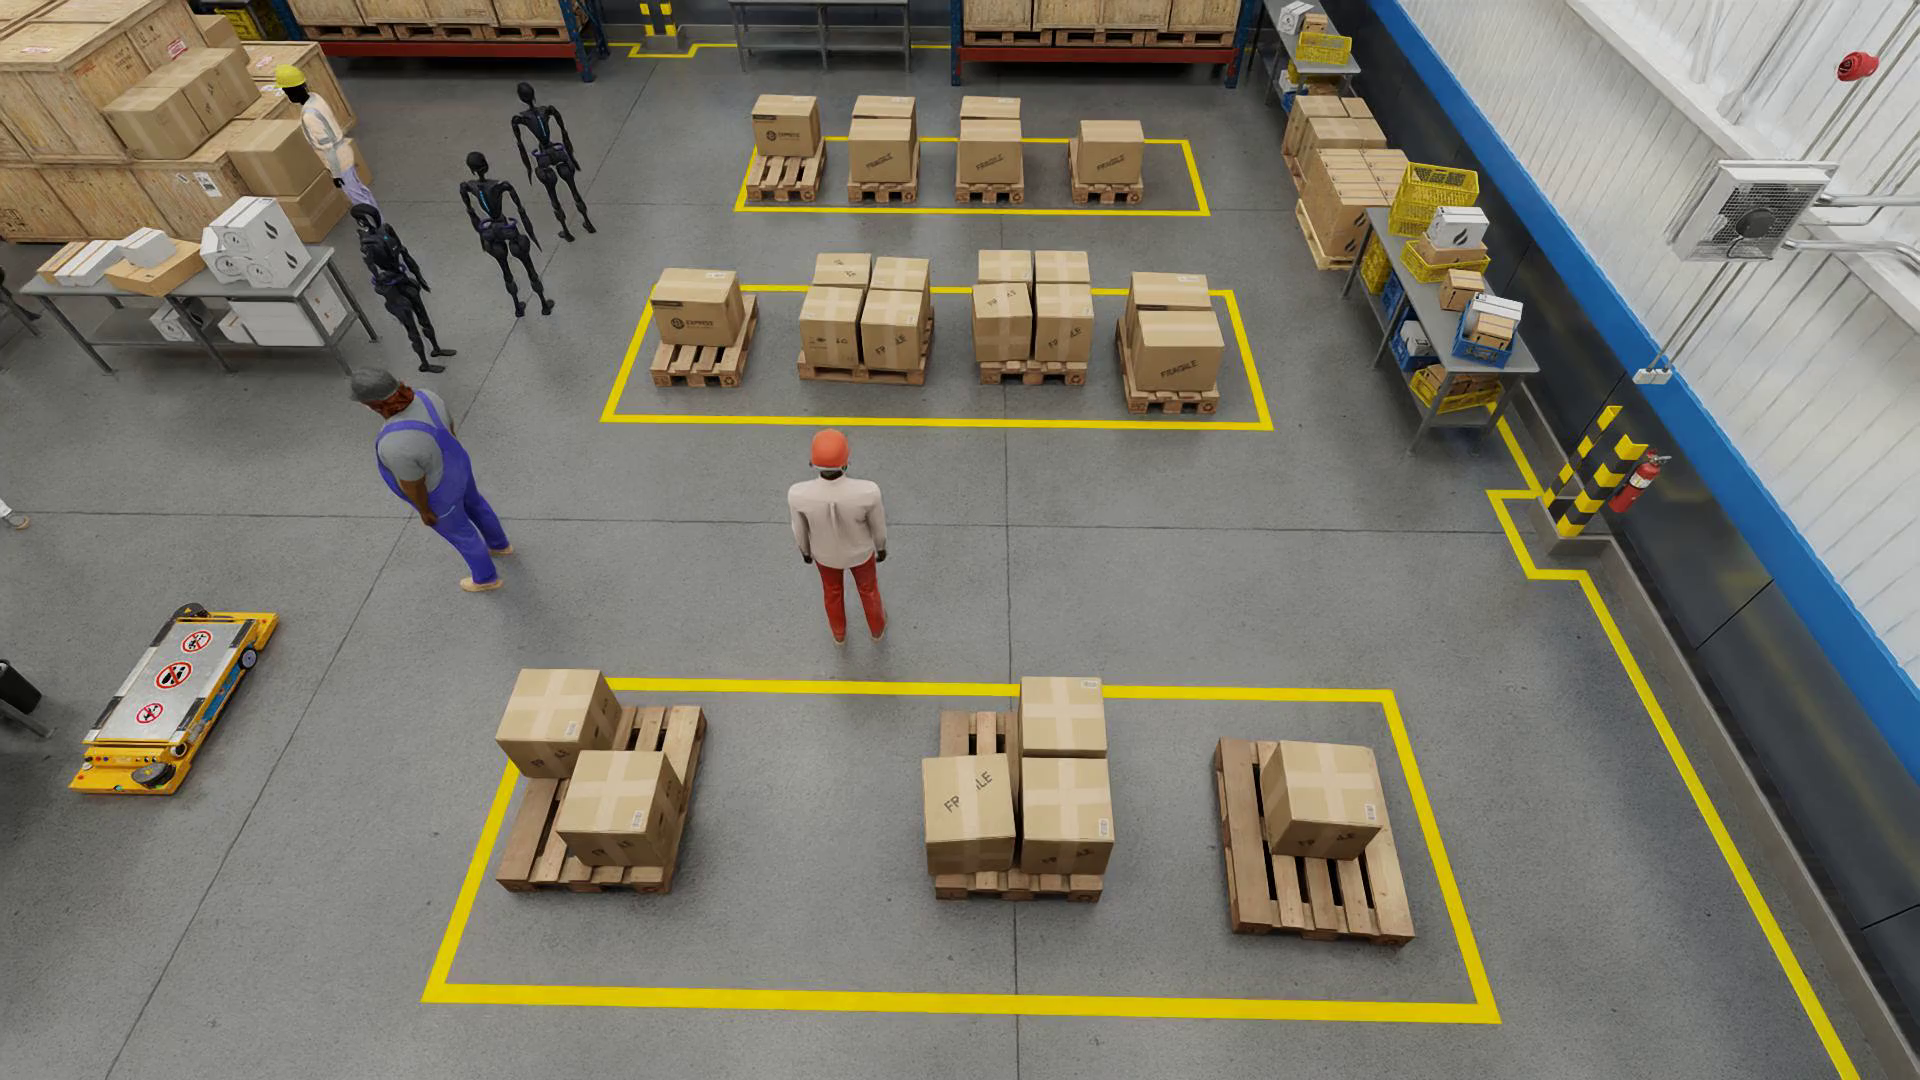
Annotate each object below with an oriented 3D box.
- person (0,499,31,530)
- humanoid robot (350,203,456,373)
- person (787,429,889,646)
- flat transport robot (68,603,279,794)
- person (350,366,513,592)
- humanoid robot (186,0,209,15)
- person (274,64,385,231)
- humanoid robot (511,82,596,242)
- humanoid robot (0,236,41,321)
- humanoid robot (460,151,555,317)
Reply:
[{"bbox_3d":[-7.947,-0.676,6.882,0.356,1.882,0.571,26,55,21],"label":"person"},{"bbox_3d":[-5.097,-2.286,8.380,0.329,1.658,0.579,1,50,1],"label":"humanoid robot"},{"bbox_3d":[-0.794,0.034,6.209,0.610,1.994,0.392,-2,50,-2],"label":"person"},{"bbox_3d":[-5.504,1.072,6.442,0.652,0.197,1.431,1,50,1],"label":"flat transport robot"},{"bbox_3d":[-3.788,-0.430,6.572,0.536,2.000,0.677,-1,50,-1],"label":"person"},{"bbox_3d":[-9.840,-6.434,11.878,0.601,1.657,0.330,-26,54,-20],"label":"humanoid robot"},{"bbox_3d":[-6.590,-4.008,9.673,0.366,1.927,0.586,-17,52,-14],"label":"person"},{"bbox_3d":[-4.412,-4.079,9.895,0.562,1.649,0.352,-33,57,-24],"label":"humanoid robot"},{"bbox_3d":[-9.827,-2.933,8.950,0.690,1.646,0.581,12,51,10],"label":"humanoid robot"},{"bbox_3d":[-4.447,-2.976,8.962,0.563,1.650,0.352,-4,50,-3],"label":"humanoid robot"}]
